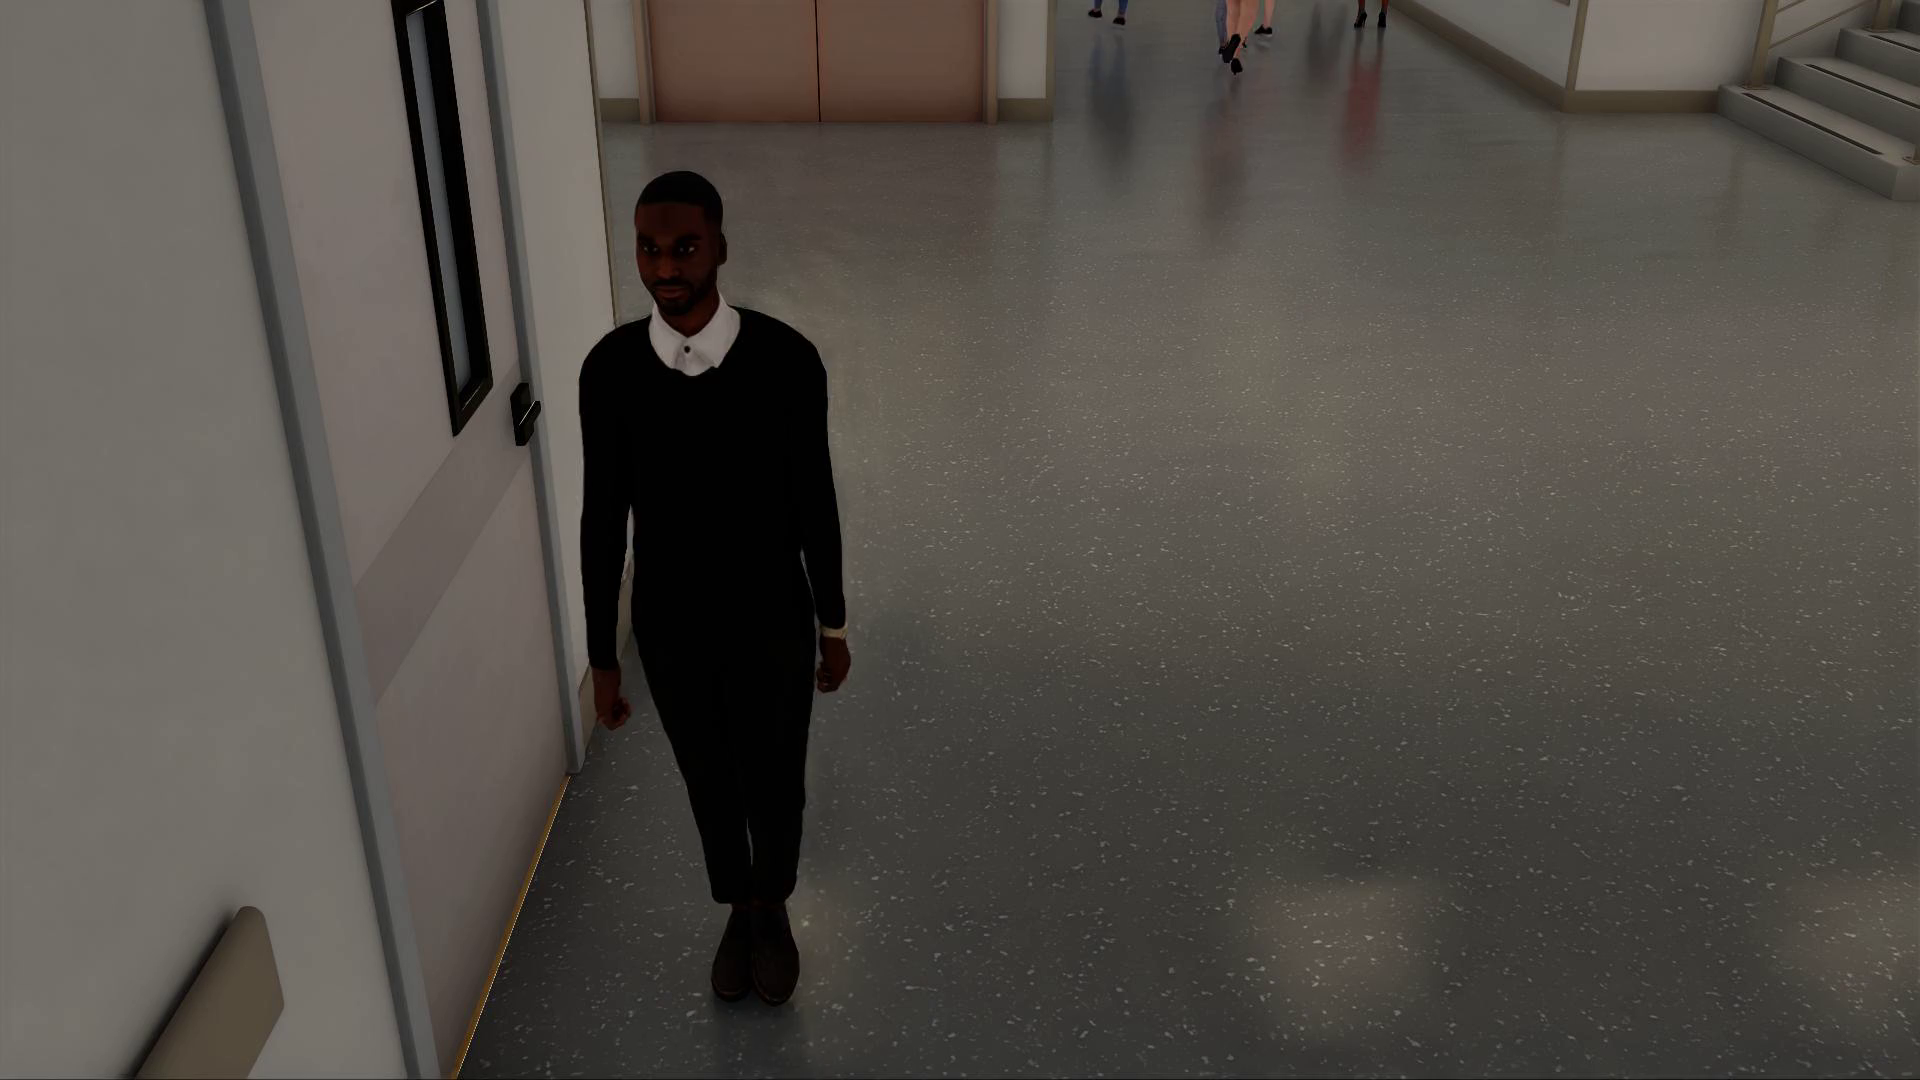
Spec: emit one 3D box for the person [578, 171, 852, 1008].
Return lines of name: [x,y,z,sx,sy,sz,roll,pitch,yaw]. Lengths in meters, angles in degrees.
person: [-0.477,0.118,3.406,0.528,1.796,0.713,0,26,-1]

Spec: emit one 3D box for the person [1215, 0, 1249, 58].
person: [2.290,-4.943,13.989,0.621,1.720,0.710,11,28,22]

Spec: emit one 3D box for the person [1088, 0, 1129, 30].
person: [1.474,-5.603,15.430,0.840,1.657,0.790,-4,26,-9]

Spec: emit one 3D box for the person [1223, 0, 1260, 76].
person: [2.200,-4.445,13.055,0.961,1.633,0.814,7,27,14]

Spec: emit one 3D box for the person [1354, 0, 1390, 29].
person: [3.909,-5.693,15.517,0.442,1.744,0.643,2,26,3]
